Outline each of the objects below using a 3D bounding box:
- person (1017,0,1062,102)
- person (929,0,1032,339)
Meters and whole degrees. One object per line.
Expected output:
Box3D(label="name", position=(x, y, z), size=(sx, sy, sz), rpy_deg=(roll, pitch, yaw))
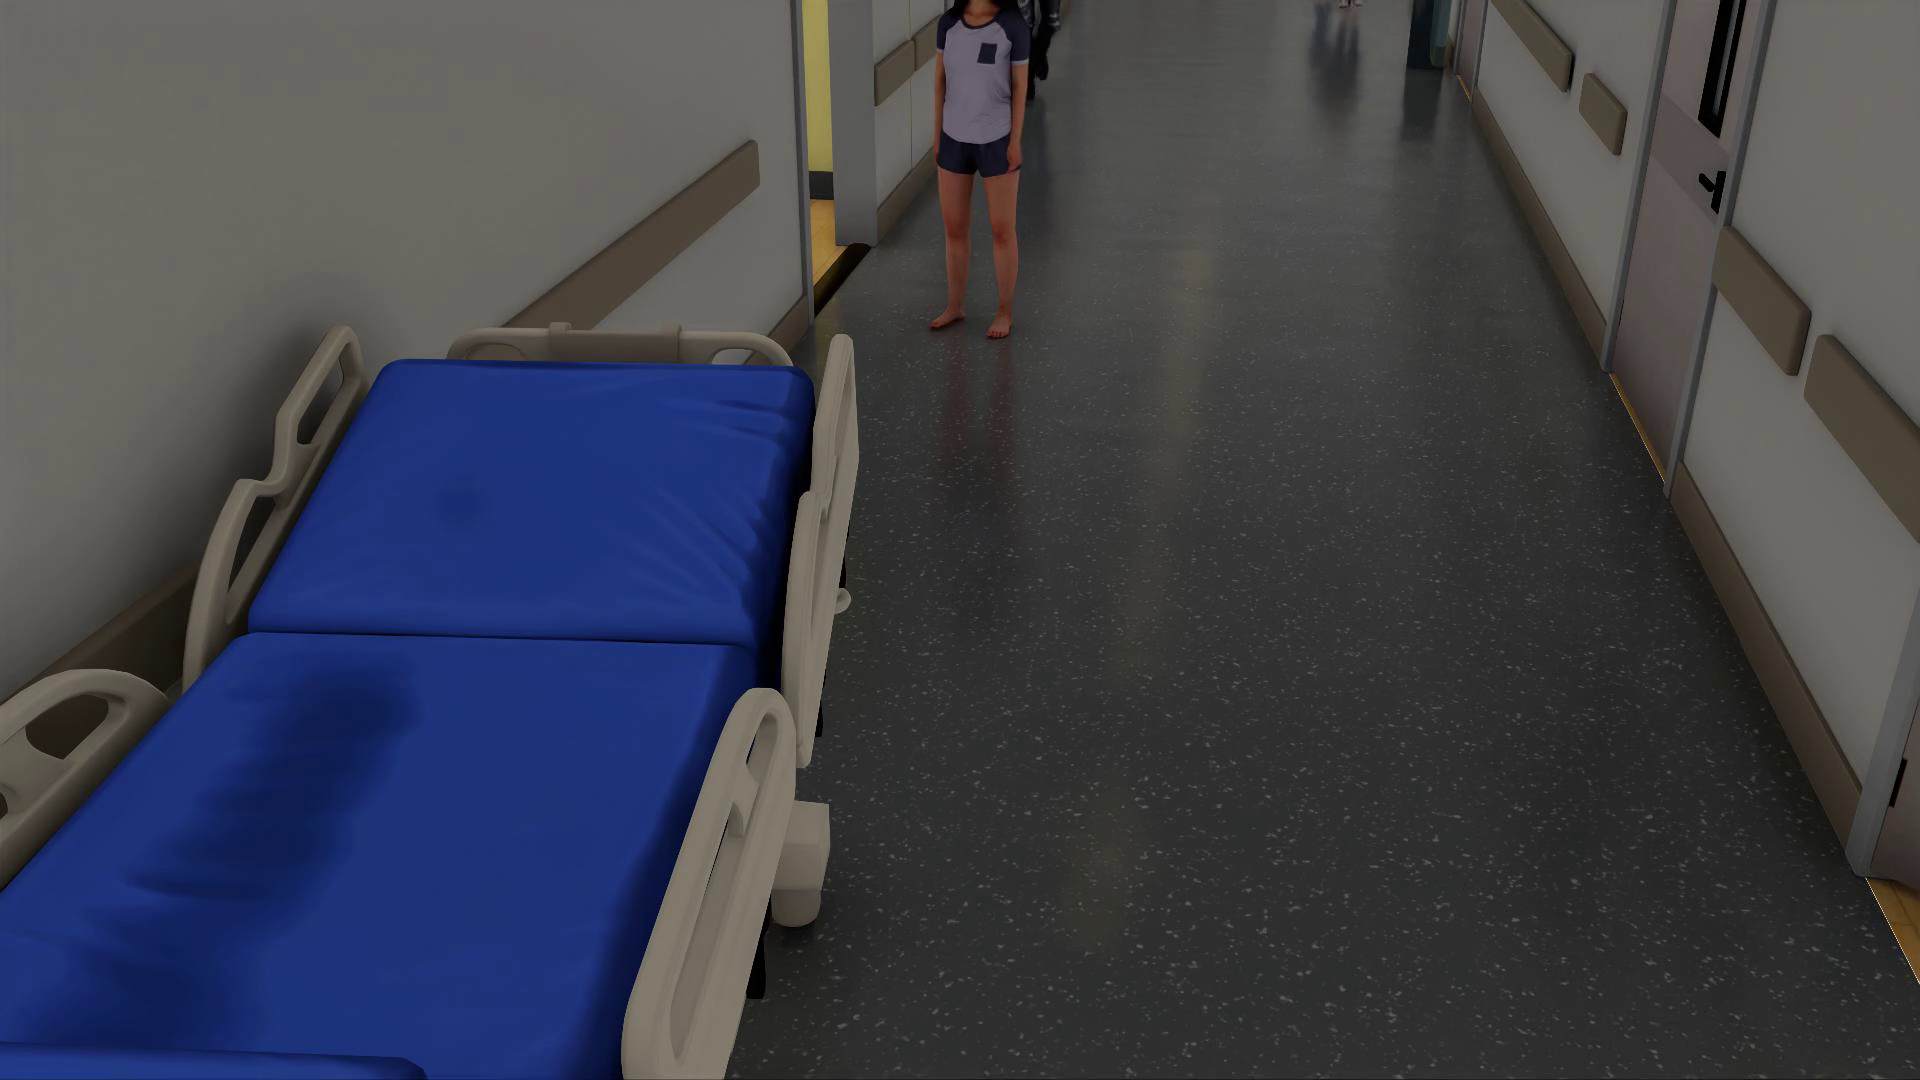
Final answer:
Box3D(label="person", position=(0.524, -4.168, 12.041), size=(0.967, 1.878, 0.882), rpy_deg=(-1, 26, -2))
Box3D(label="person", position=(0.090, -1.743, 7.211), size=(0.558, 1.706, 0.709), rpy_deg=(12, 28, 23))
